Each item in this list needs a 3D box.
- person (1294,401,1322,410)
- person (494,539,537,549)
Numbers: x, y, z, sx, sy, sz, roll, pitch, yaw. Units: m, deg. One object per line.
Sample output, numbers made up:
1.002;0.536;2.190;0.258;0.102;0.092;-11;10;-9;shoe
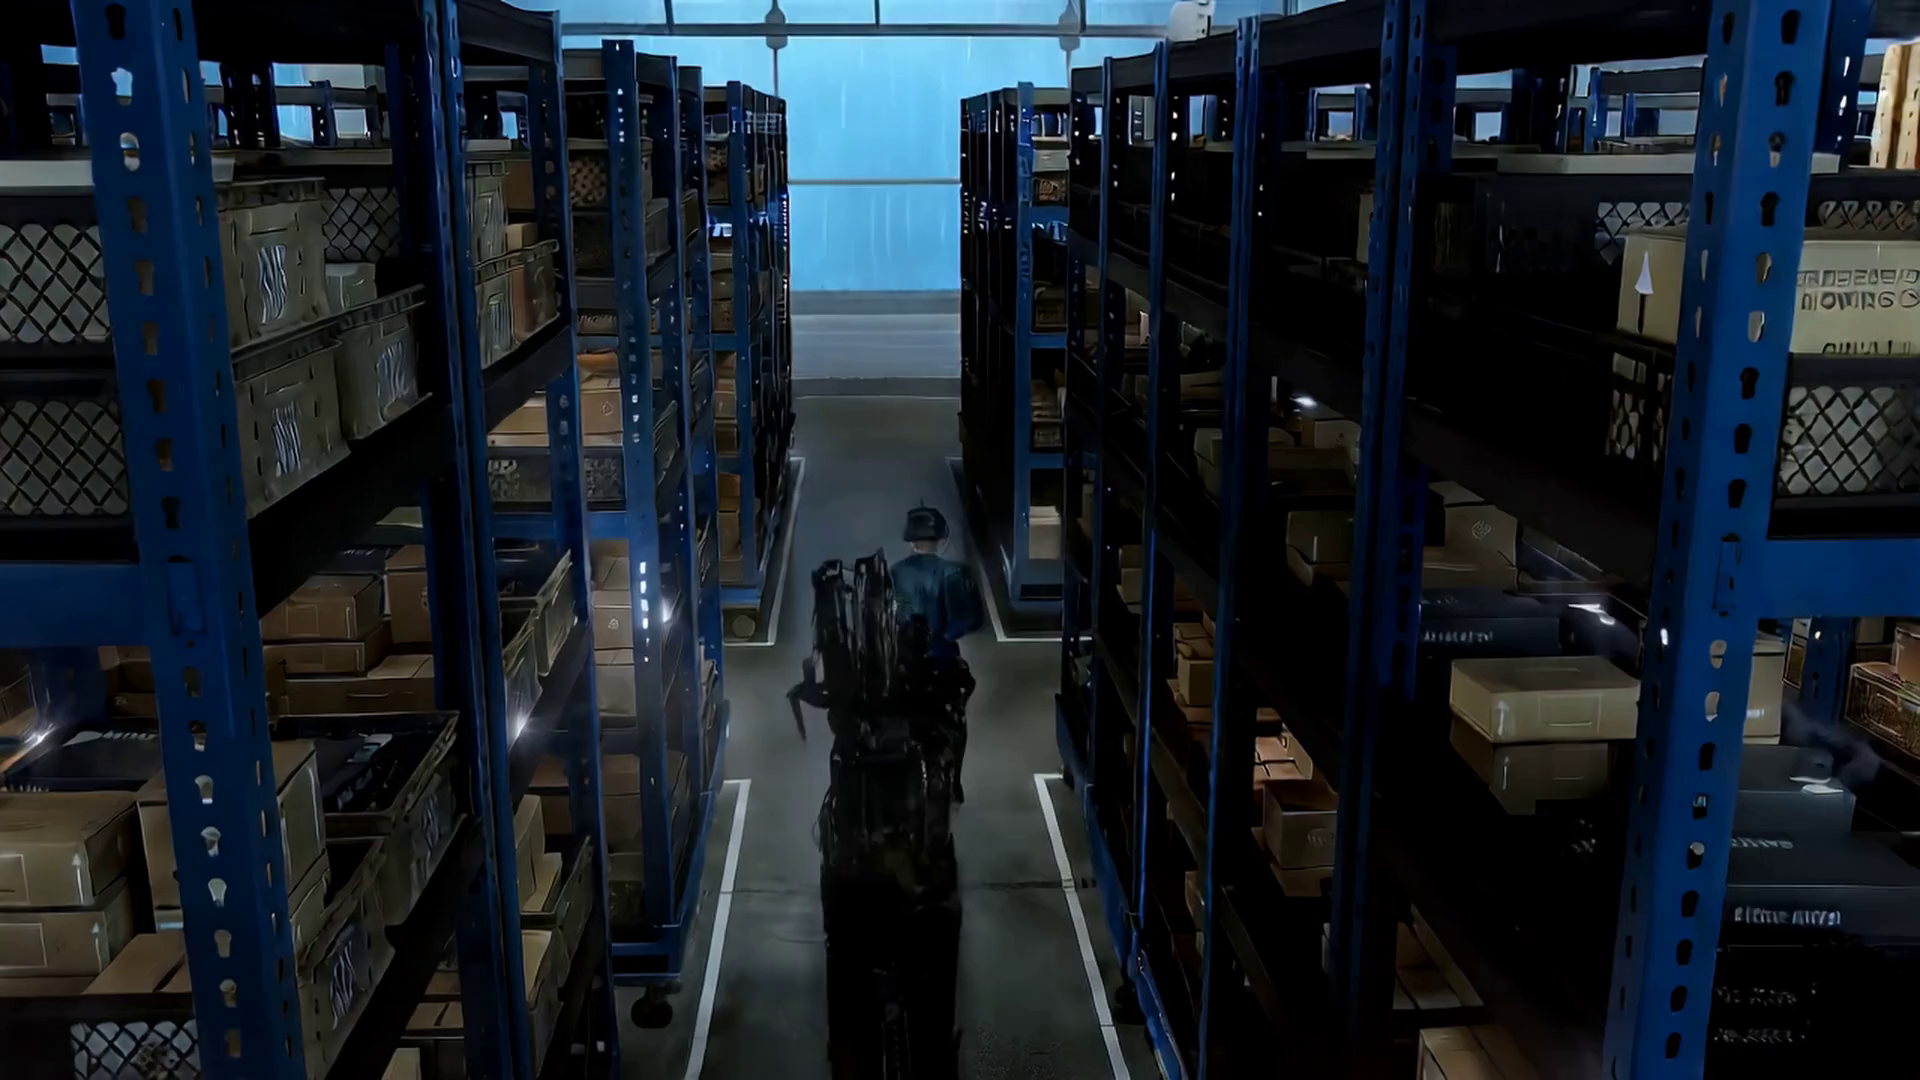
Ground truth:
1.948;0.094;9.616;0.593;1.819;0.403;-9;17;-33;person
-2.327;0.268;8.548;0.375;1.997;0.609;6;15;22;person
